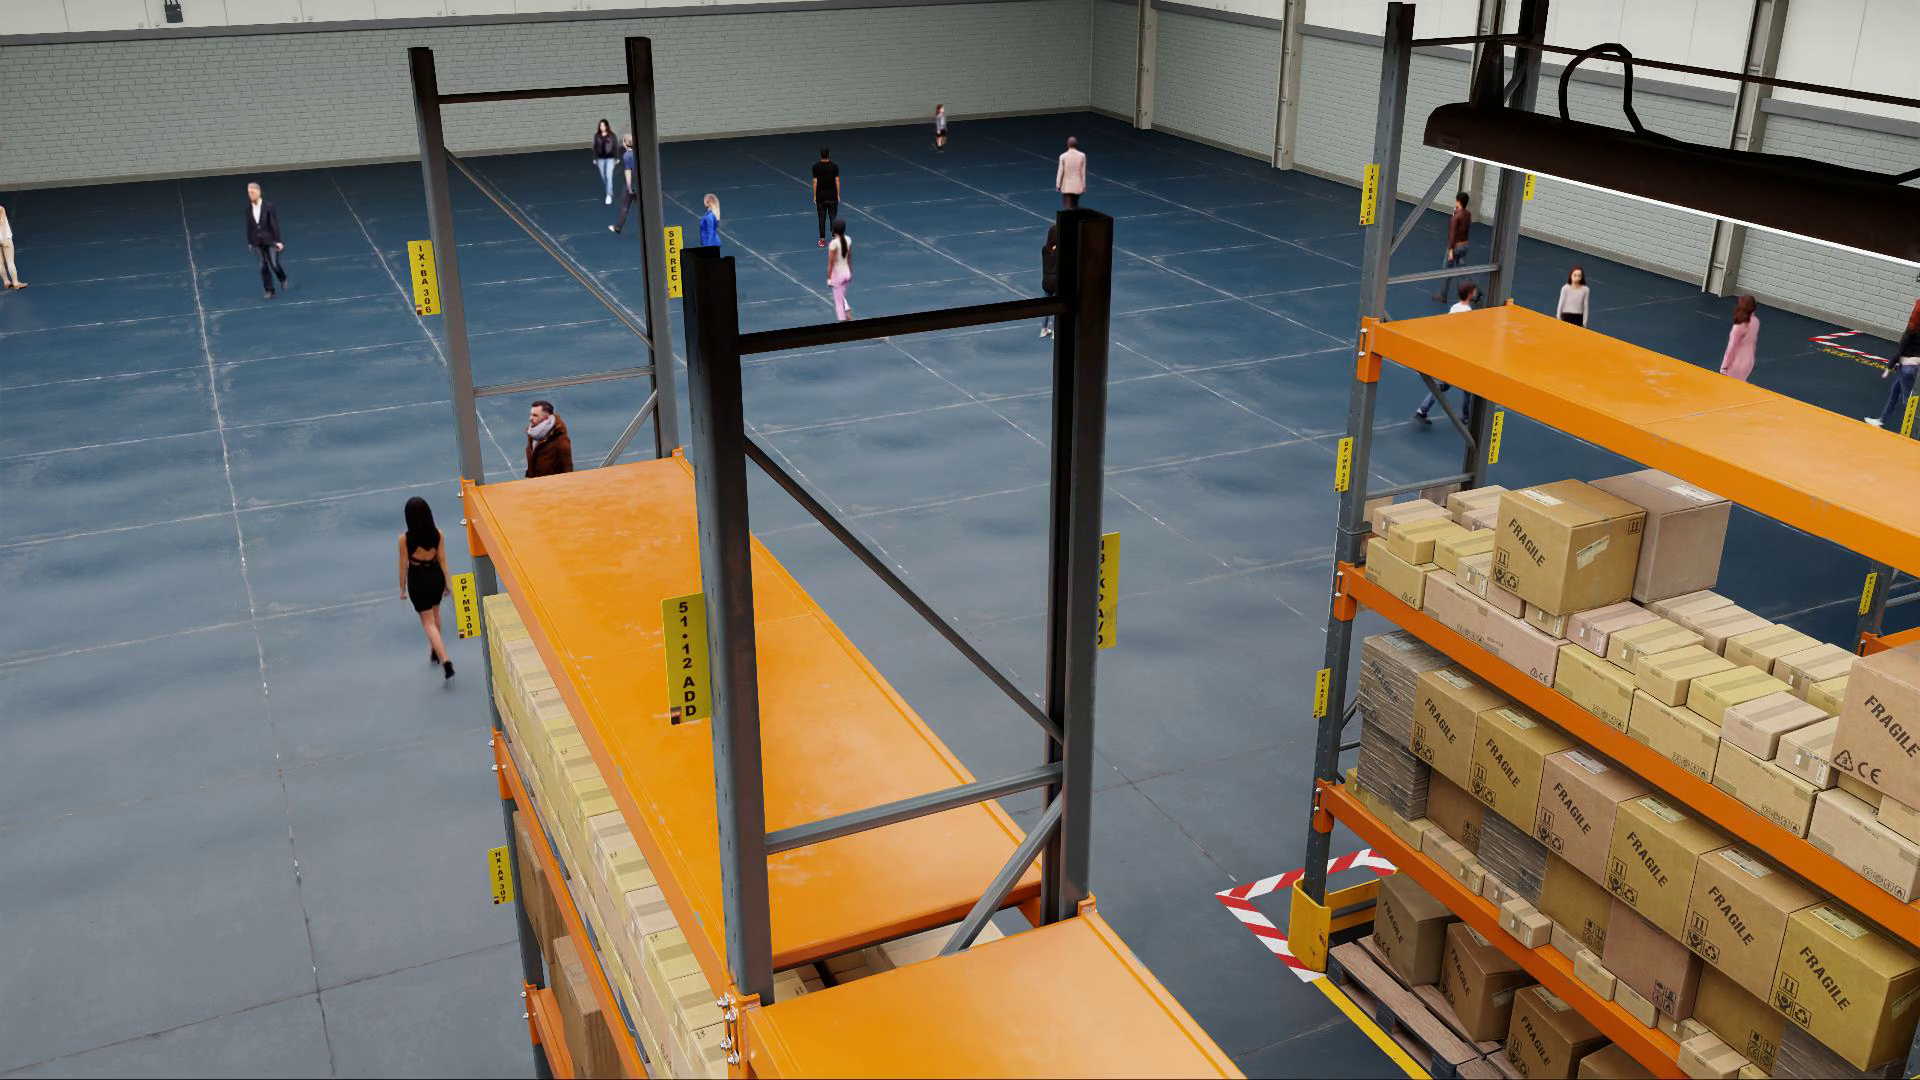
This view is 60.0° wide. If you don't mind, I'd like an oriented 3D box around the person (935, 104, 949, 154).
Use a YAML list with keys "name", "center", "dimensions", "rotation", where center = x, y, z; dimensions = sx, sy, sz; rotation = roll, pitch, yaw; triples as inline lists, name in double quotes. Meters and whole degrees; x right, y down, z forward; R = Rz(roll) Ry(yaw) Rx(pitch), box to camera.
- name: "person"
  center: [-0.472, -9.500, 38.337]
  dimensions: [0.596, 1.103, 0.566]
  rotation: [18, 29, 36]

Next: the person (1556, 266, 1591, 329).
- name: "person"
  center: [8.306, -3.004, 22.589]
  dimensions: [0.807, 1.472, 0.889]
  rotation: [6, 24, 13]

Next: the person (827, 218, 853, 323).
- name: "person"
  center: [-1.667, -3.792, 24.107]
  dimensions: [0.758, 1.736, 0.716]
  rotation: [17, 28, 35]

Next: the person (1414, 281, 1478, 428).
- name: "person"
  center: [6.017, -2.231, 20.306]
  dimensions: [0.789, 1.837, 1.128]
  rotation: [-7, 24, -17]

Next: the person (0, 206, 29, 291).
- name: "person"
  center: [-15.389, -4.832, 26.656]
  dimensions: [0.717, 1.653, 0.658]
  rotation: [-8, 24, -19]

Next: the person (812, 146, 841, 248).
- name: "person"
  center: [-2.363, -6.098, 29.500]
  dimensions: [0.705, 1.758, 0.695]
  rotation: [-2, 23, -4]

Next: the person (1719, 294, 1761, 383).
- name: "person"
  center: [9.401, -2.037, 19.913]
  dimensions: [0.680, 1.787, 0.698]
  rotation: [-15, 27, -31]

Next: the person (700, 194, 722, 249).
- name: "person"
  center: [-3.841, -4.557, 25.952]
  dimensions: [0.754, 1.699, 0.620]
  rotation: [0, 23, -1]

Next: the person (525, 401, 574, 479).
- name: "person"
  center: [-3.998, -0.483, 16.193]
  dimensions: [0.823, 1.838, 0.909]
  rotation: [15, 27, 32]

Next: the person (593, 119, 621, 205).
- name: "person"
  center: [-7.033, -7.539, 33.093]
  dimensions: [0.963, 1.598, 1.189]
  rotation: [0, 23, 1]

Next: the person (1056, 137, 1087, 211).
- name: "person"
  center: [2.036, -6.354, 30.061]
  dimensions: [0.800, 1.789, 1.190]
  rotation: [-7, 24, -16]

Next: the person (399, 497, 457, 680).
- name: "person"
  center: [-4.556, 0.447, 14.274]
  dimensions: [0.697, 1.630, 1.000]
  rotation: [-17, 28, -34]

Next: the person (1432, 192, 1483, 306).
- name: "person"
  center: [7.757, -4.462, 25.651]
  dimensions: [0.802, 1.759, 1.125]
  rotation: [-18, 29, -36]

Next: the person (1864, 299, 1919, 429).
- name: "person"
  center: [11.395, -1.985, 19.814]
  dimensions: [0.599, 1.769, 0.947]
  rotation: [-10, 25, -23]

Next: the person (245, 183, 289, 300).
- name: "person"
  center: [-10.935, -4.745, 26.261]
  dimensions: [0.904, 1.802, 0.977]
  rotation: [2, 23, 4]
